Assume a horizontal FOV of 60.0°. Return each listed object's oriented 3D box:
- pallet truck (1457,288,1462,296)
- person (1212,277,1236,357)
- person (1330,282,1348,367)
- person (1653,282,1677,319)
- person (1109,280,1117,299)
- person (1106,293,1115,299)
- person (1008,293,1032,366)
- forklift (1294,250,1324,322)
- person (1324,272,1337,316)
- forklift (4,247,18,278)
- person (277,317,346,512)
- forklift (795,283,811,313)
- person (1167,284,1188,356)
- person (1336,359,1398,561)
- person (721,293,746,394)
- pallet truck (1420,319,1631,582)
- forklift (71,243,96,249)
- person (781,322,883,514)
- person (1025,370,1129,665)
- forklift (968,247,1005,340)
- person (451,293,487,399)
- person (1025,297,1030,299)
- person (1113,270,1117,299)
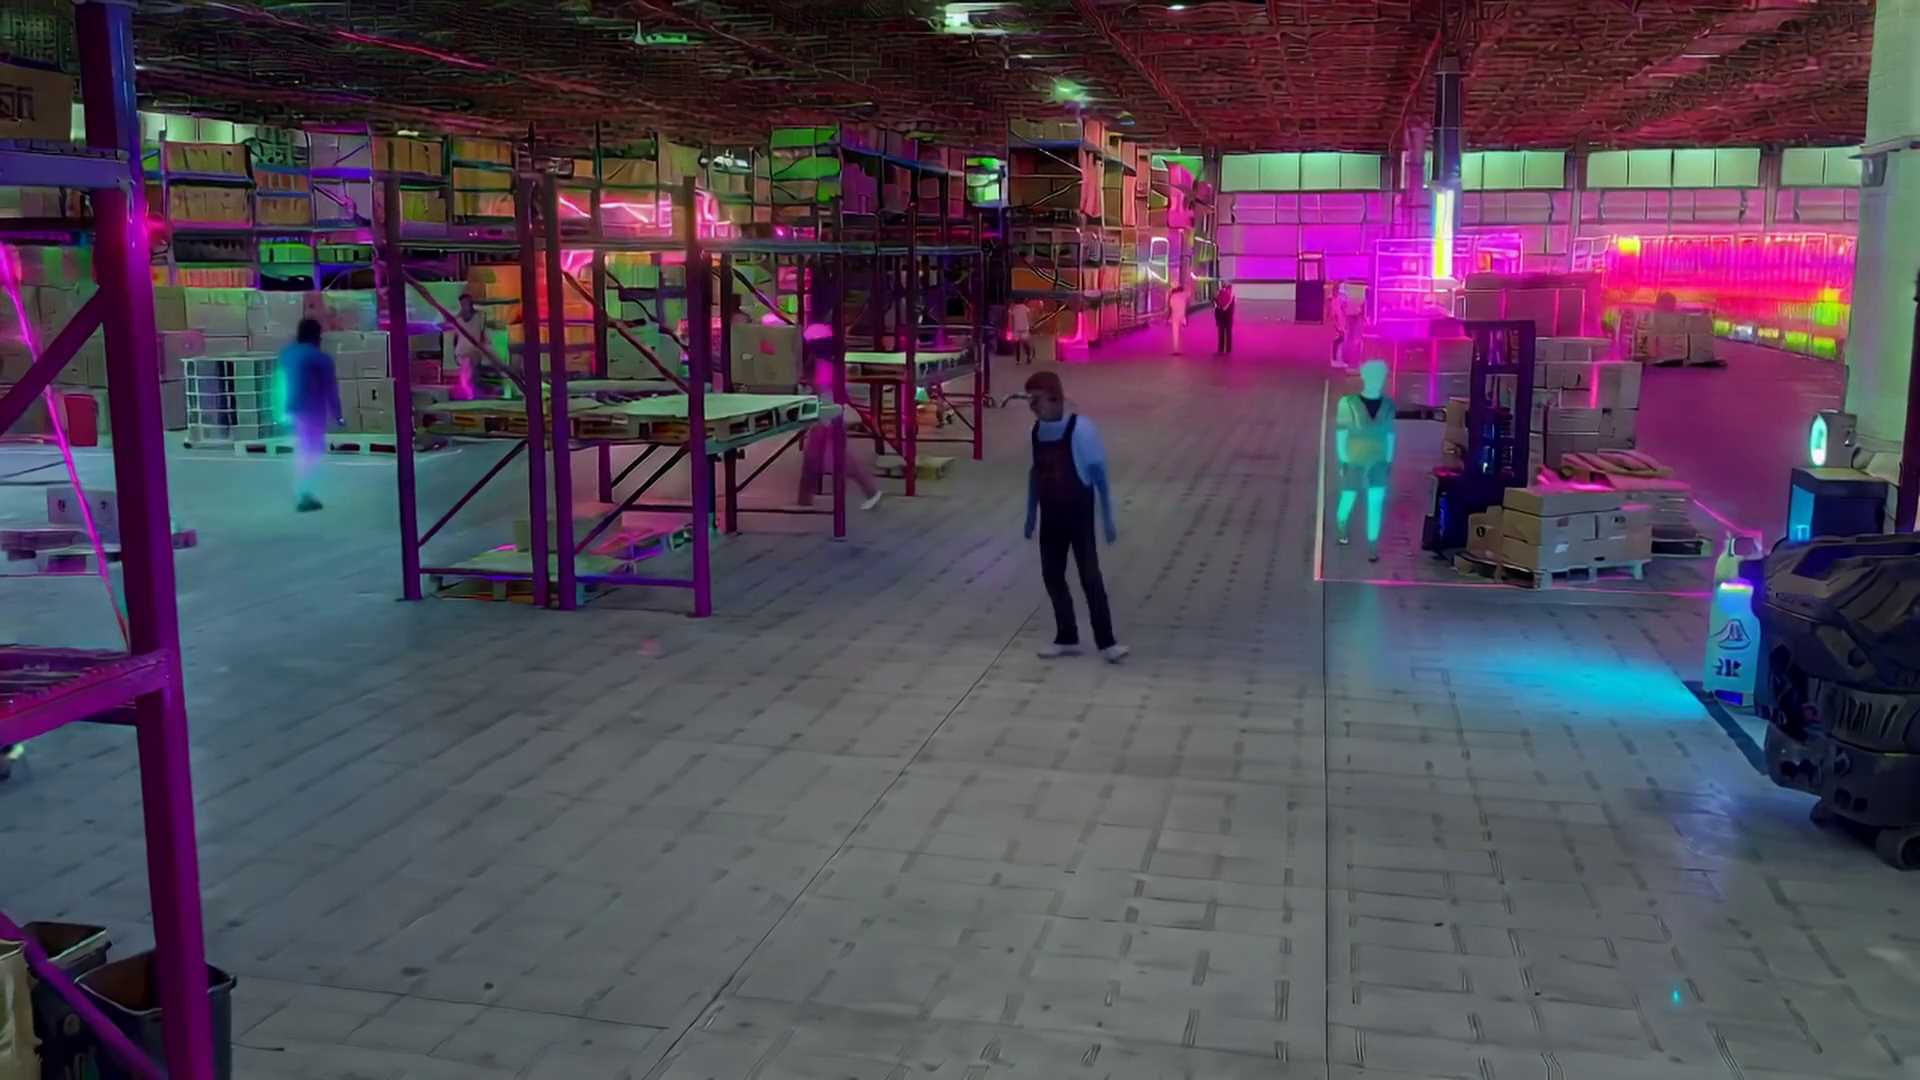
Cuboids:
[{"bbox_3d":[20.506,-9.785,68.819,0.653,1.274,1.630,2,10,12],"label":"pallet truck"},{"bbox_3d":[6.686,-5.693,42.400,0.536,2.000,0.683,9,13,44],"label":"person"},{"bbox_3d":[8.741,-4.948,38.277,0.345,1.942,0.551,-4,10,-21],"label":"person"},{"bbox_3d":[20.159,-6.454,47.588,0.613,1.809,0.628,2,10,14],"label":"person"},{"bbox_3d":[8.339,-13.691,90.789,0.491,1.695,0.847,4,10,21],"label":"person"},{"bbox_3d":[7.550,-12.491,83.254,0.629,1.840,0.429,-5,11,-27],"label":"person"},{"bbox_3d":[1.401,-4.895,38.733,0.542,1.685,0.368,-3,10,-18],"label":"person"},{"bbox_3d":[13.778,-10.002,65.433,1.129,2.768,1.873,2,10,12],"label":"forklift"},{"bbox_3d":[16.061,-10.691,72.382,0.675,1.914,0.582,6,11,30],"label":"person"},{"bbox_3d":[-27.153,-6.914,47.147,1.129,2.768,1.873,2,10,12],"label":"forklift"},{"bbox_3d":[-6.384,-1.223,16.332,0.639,1.908,0.529,5,11,29],"label":"person"},{"bbox_3d":[-6.894,-11.913,76.749,1.129,2.768,1.873,2,10,12],"label":"forklift"},{"bbox_3d":[5.574,-5.633,42.598,0.542,1.870,0.382,-4,10,-22],"label":"person"},{"bbox_3d":[3.383,-0.700,13.951,0.520,1.664,0.783,0,10,1],"label":"person"},{"bbox_3d":[-3.569,-2.962,26.523,0.422,1.944,0.634,-2,10,-14],"label":"person"},{"bbox_3d":[4.543,-0.757,13.299,0.823,1.965,1.885,-4,10,-22],"label":"pallet truck"},{"bbox_3d":[-19.381,-5.265,37.381,1.873,2.768,1.129,2,10,12],"label":"forklift"},{"bbox_3d":[-1.233,-1.176,16.191,0.973,1.879,0.616,-3,10,-18],"label":"person"},{"bbox_3d":[0.712,-0.129,10.164,0.696,1.803,0.431,8,12,39],"label":"person"},{"bbox_3d":[0.932,-7.432,50.215,1.129,2.768,1.873,2,10,12],"label":"forklift"},{"bbox_3d":[-8.039,-3.074,27.257,0.600,1.916,0.376,1,10,7],"label":"person"},{"bbox_3d":[2.161,-7.466,53.915,0.538,1.698,0.317,-5,11,-27],"label":"person"},{"bbox_3d":[8.571,-13.937,91.678,0.625,1.895,0.981,0,10,-2],"label":"person"}]
